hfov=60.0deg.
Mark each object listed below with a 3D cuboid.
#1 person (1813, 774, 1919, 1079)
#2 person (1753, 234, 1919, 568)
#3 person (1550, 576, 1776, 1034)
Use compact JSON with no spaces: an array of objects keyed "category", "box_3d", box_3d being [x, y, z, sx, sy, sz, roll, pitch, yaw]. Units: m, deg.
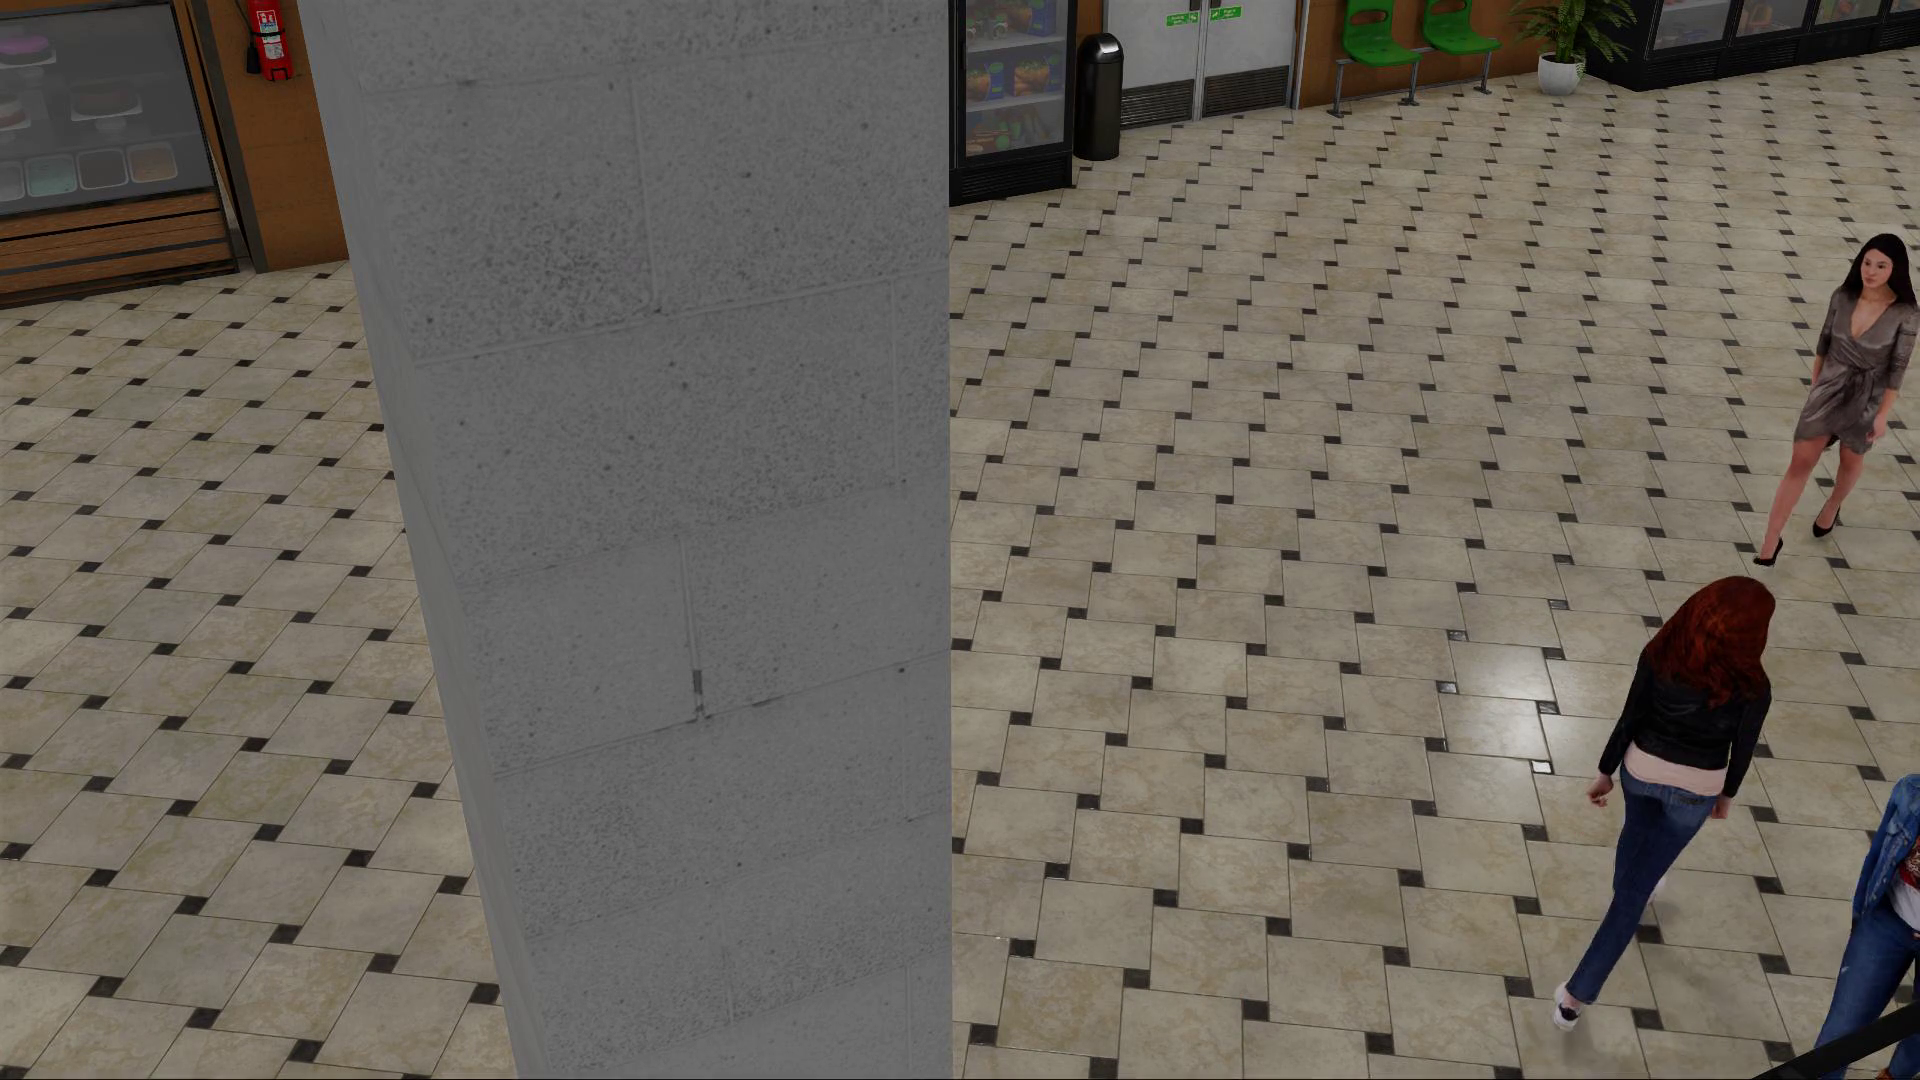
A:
[{"category":"person","box_3d":[2.998,1.235,5.135,0.898,1.685,1.008,-28,41,-37]},{"category":"person","box_3d":[4.410,-0.679,8.202,1.106,1.694,0.931,27,41,36]},{"category":"person","box_3d":[2.340,0.925,5.582,1.234,1.738,1.028,22,38,32]}]
